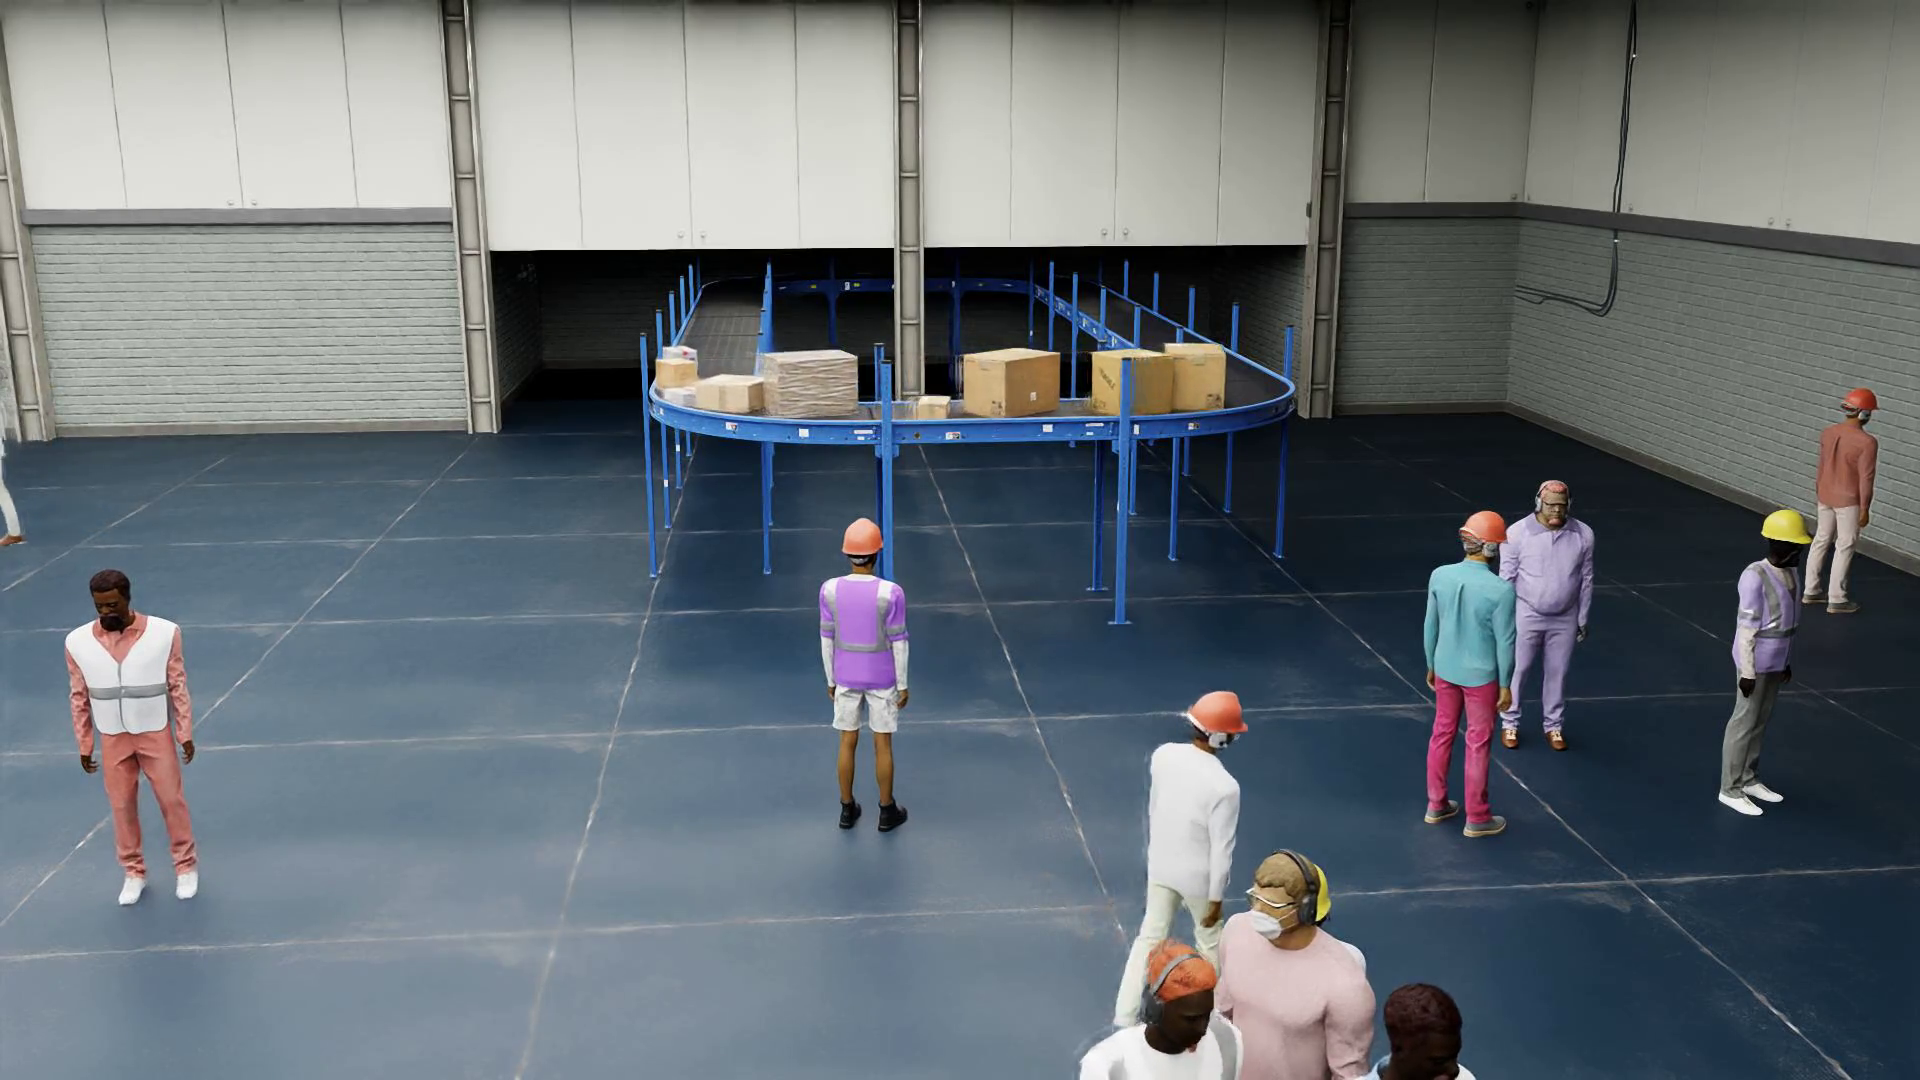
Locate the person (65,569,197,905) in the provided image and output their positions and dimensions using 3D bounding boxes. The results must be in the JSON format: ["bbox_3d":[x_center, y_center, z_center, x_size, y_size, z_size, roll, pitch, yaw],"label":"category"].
[{"bbox_3d":[-4.549,1.068,9.165,0.597,1.906,0.401,-4,14,-14],"label":"person"}]

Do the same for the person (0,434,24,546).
[{"bbox_3d":[-9.957,-0.807,16.767,0.767,1.846,0.555,-11,18,-37],"label":"person"}]

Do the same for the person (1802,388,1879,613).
[{"bbox_3d":[7.813,-0.354,14.688,0.408,1.986,0.617,-4,14,-14],"label":"person"}]

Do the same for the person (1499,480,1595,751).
[{"bbox_3d":[3.995,0.520,11.377,0.636,1.900,0.399,0,14,2],"label":"person"}]

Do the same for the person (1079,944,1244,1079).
[{"bbox_3d":[0.599,2.086,5.250,0.603,1.841,1.011,-4,15,-17],"label":"person"}]

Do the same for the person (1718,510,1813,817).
[{"bbox_3d":[5.037,0.748,10.390,0.585,1.928,0.369,-12,19,-41],"label":"person"}]

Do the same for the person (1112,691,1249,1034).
[{"bbox_3d":[1.010,1.532,7.706,0.643,1.716,0.582,-11,17,-36],"label":"person"}]

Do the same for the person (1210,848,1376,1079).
[{"bbox_3d":[1.070,1.942,5.593,0.372,1.940,0.630,-11,18,-38],"label":"person"}]

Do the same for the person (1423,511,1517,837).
[{"bbox_3d":[3.091,0.802,10.062,0.400,1.984,0.610,-10,17,-35],"label":"person"}]

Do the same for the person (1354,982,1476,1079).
[{"bbox_3d":[1.238,2.143,4.856,0.592,1.911,0.391,-9,16,-31],"label":"person"}]

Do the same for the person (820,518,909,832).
[{"bbox_3d":[-0.563,0.823,10.077,0.552,1.939,0.359,3,14,13],"label":"person"}]
